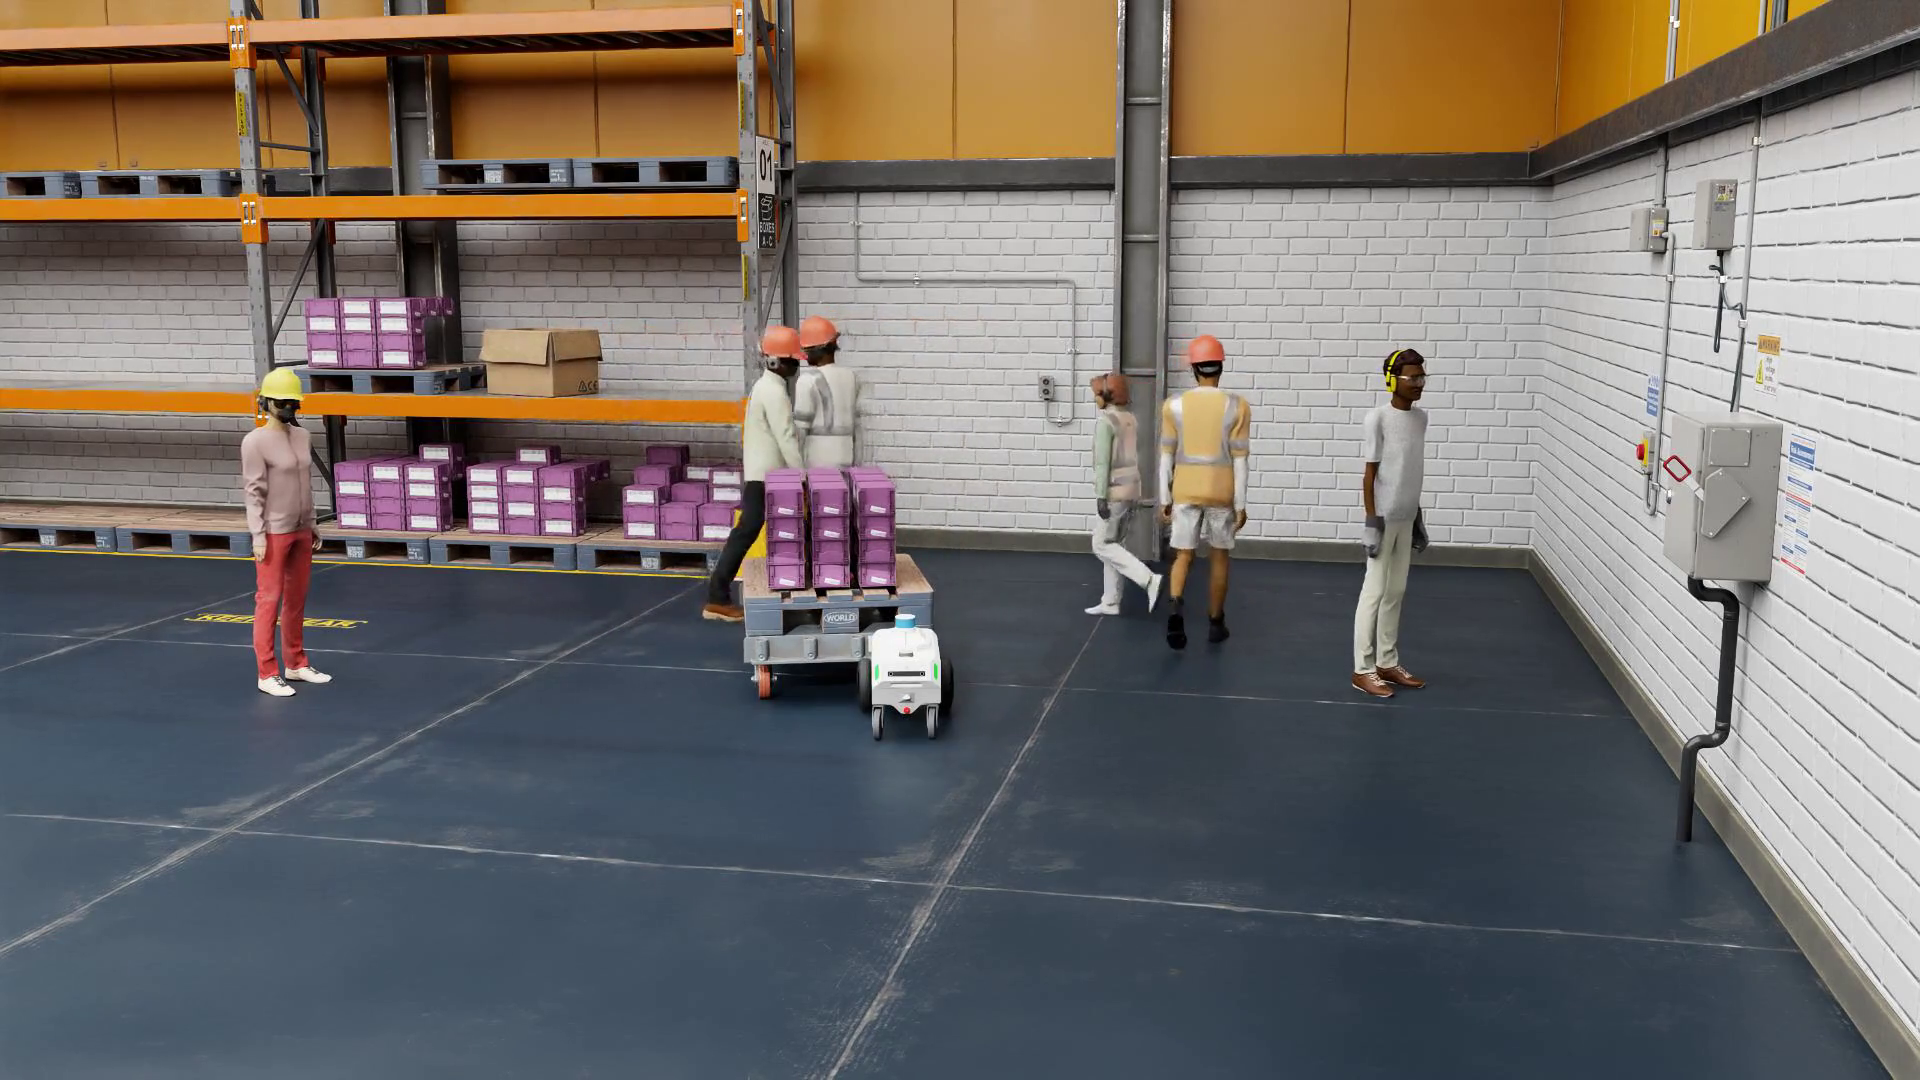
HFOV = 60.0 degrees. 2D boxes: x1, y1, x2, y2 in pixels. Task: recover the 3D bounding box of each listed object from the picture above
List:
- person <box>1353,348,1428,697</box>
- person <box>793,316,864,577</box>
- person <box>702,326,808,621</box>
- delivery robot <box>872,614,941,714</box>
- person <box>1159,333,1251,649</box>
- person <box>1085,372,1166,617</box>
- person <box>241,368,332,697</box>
[{"bbox_3d":[2.369,-0.100,9.022,0.520,1.873,0.335,-8,12,-39],"label":"person"},{"bbox_3d":[-0.902,-0.529,11.364,1.019,1.983,0.604,6,11,30],"label":"person"},{"bbox_3d":[-1.183,-0.416,10.787,1.099,1.922,0.615,-1,9,-6],"label":"person"},{"bbox_3d":[-0.274,0.618,8.368,0.477,0.478,0.707,0,9,-3],"label":"delivery robot"},{"bbox_3d":[1.457,-0.277,9.993,0.548,1.916,0.772,4,10,20],"label":"person"},{"bbox_3d":[1.087,-0.275,10.803,0.558,1.619,0.545,5,11,28],"label":"person"},{"bbox_3d":[-3.647,-0.047,9.021,0.321,1.765,0.533,2,10,15],"label":"person"}]
